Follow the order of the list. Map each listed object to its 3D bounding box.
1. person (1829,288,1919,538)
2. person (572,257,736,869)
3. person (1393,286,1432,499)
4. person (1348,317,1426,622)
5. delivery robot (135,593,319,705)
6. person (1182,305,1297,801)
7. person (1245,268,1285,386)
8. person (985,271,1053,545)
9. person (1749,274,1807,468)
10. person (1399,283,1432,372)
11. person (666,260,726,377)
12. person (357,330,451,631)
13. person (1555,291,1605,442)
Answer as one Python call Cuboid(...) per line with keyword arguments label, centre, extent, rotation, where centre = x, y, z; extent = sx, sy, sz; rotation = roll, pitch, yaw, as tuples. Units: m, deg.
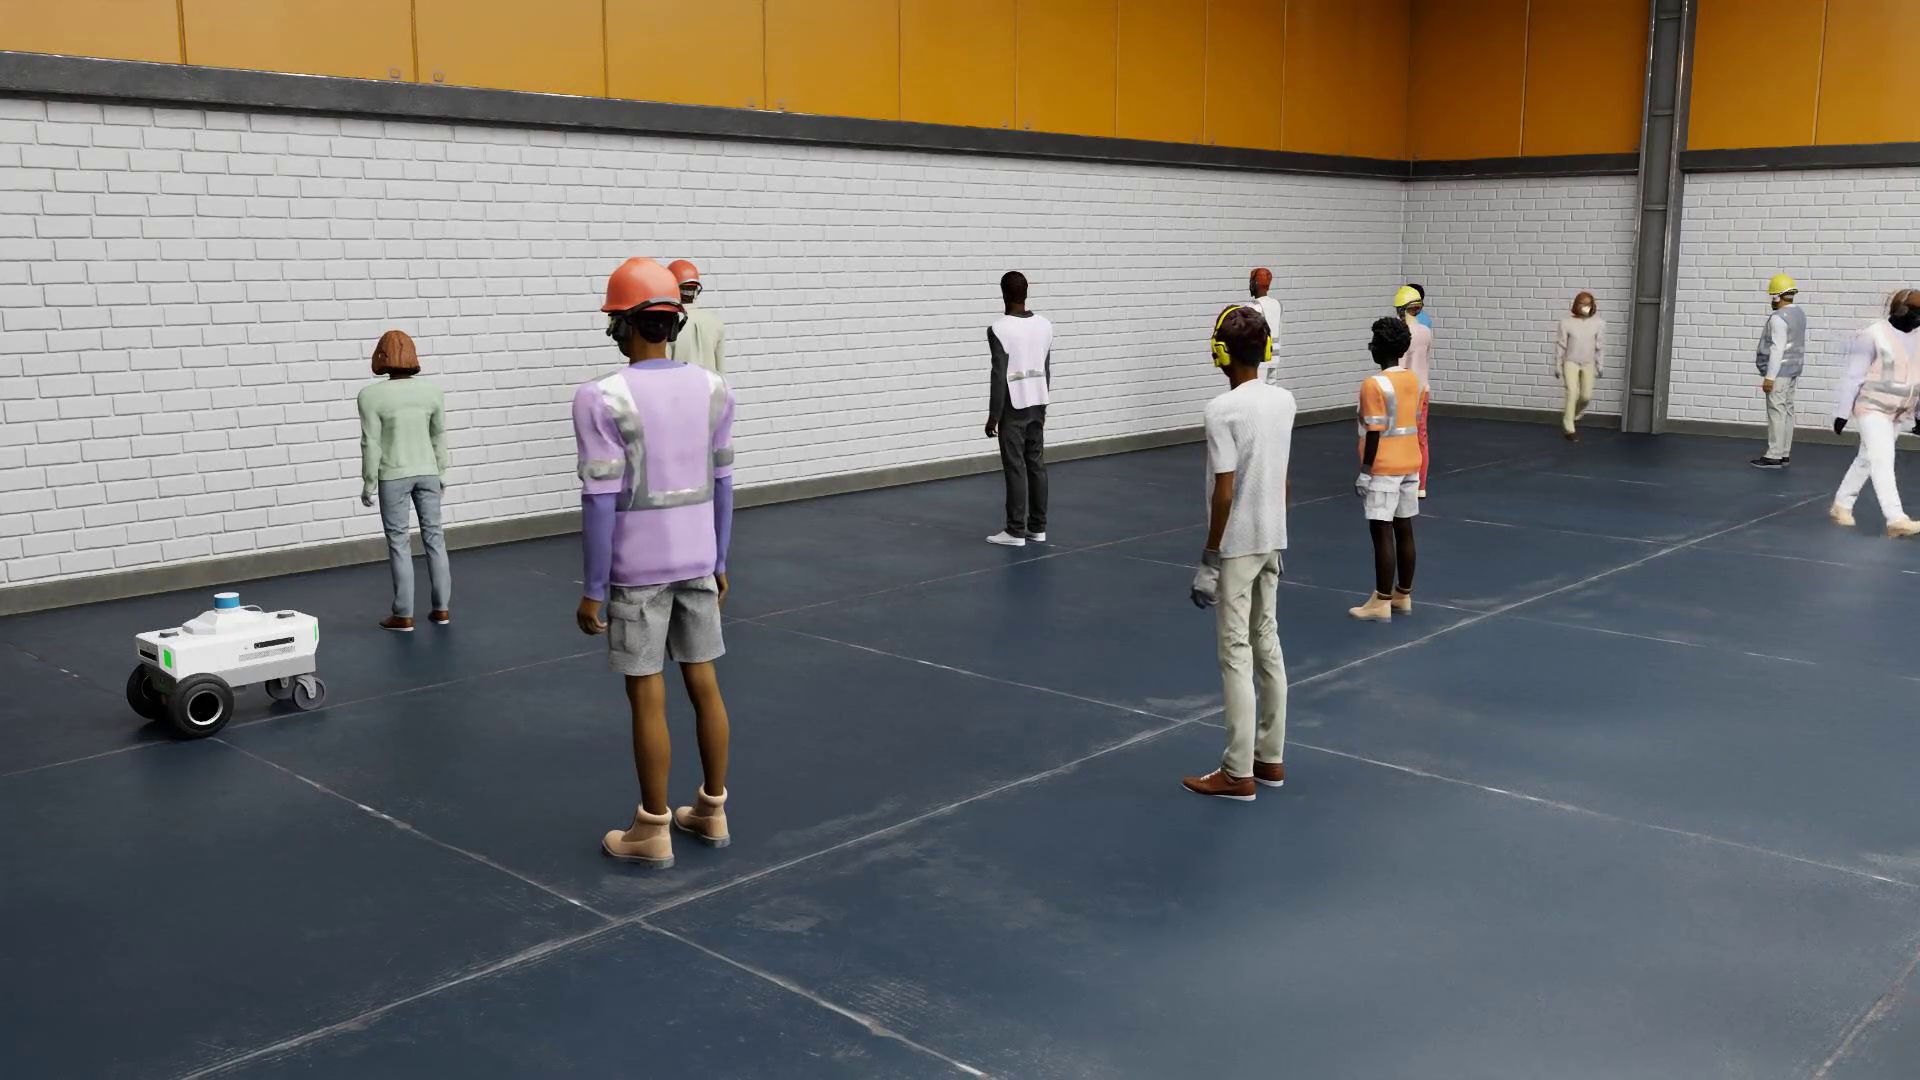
Cuboid(label="person", centre=(6.728, -0.935, 12.143), extent=(0.661, 1.788, 0.986), rotation=(-3, 11, -19))
Cuboid(label="person", centre=(-1.032, 0.082, 5.602), extent=(0.608, 2.045, 0.392), rotation=(-10, 14, -44))
Cuboid(label="person", centre=(3.659, -1.185, 13.618), extent=(0.525, 1.765, 0.329), rotation=(-10, 14, -44))
Cuboid(label="person", centre=(2.385, -0.389, 9.276), extent=(0.535, 1.696, 0.322), rotation=(-10, 14, -44))
Cuboid(label="delivery robot", centre=(-3.215, 0.476, 7.334), extent=(0.477, 0.478, 0.707), rotation=(9, 14, 42))
Cuboid(label="person", centre=(1.053, 0.055, 6.280), extent=(0.521, 1.862, 0.336), rotation=(-10, 14, -44))
Cuboid(label="person", centre=(2.911, -1.688, 16.146), extent=(0.575, 1.883, 0.362), rotation=(-10, 14, -44))
Cuboid(label="person", centre=(0.417, -0.914, 11.647), extent=(0.590, 1.916, 0.399), rotation=(-10, 14, -44))
Cuboid(label="person", centre=(7.744, -1.590, 15.740), extent=(0.591, 1.828, 0.404), rotation=(-10, 14, -44))
Cuboid(label="person", centre=(4.847, -1.892, 17.830), extent=(0.535, 1.697, 0.322), rotation=(-10, 14, -44))
Cuboid(label="person", centre=(-1.859, -0.901, 11.336), extent=(0.613, 1.995, 0.390), rotation=(-10, 14, -44))
Cuboid(label="person", centre=(-3.021, -0.320, 9.060), extent=(0.500, 1.633, 0.286), rotation=(-10, 14, -44))
Cuboid(label="person", centre=(6.701, -1.893, 18.064), extent=(0.509, 1.616, 0.576), rotation=(1, 10, 3))
